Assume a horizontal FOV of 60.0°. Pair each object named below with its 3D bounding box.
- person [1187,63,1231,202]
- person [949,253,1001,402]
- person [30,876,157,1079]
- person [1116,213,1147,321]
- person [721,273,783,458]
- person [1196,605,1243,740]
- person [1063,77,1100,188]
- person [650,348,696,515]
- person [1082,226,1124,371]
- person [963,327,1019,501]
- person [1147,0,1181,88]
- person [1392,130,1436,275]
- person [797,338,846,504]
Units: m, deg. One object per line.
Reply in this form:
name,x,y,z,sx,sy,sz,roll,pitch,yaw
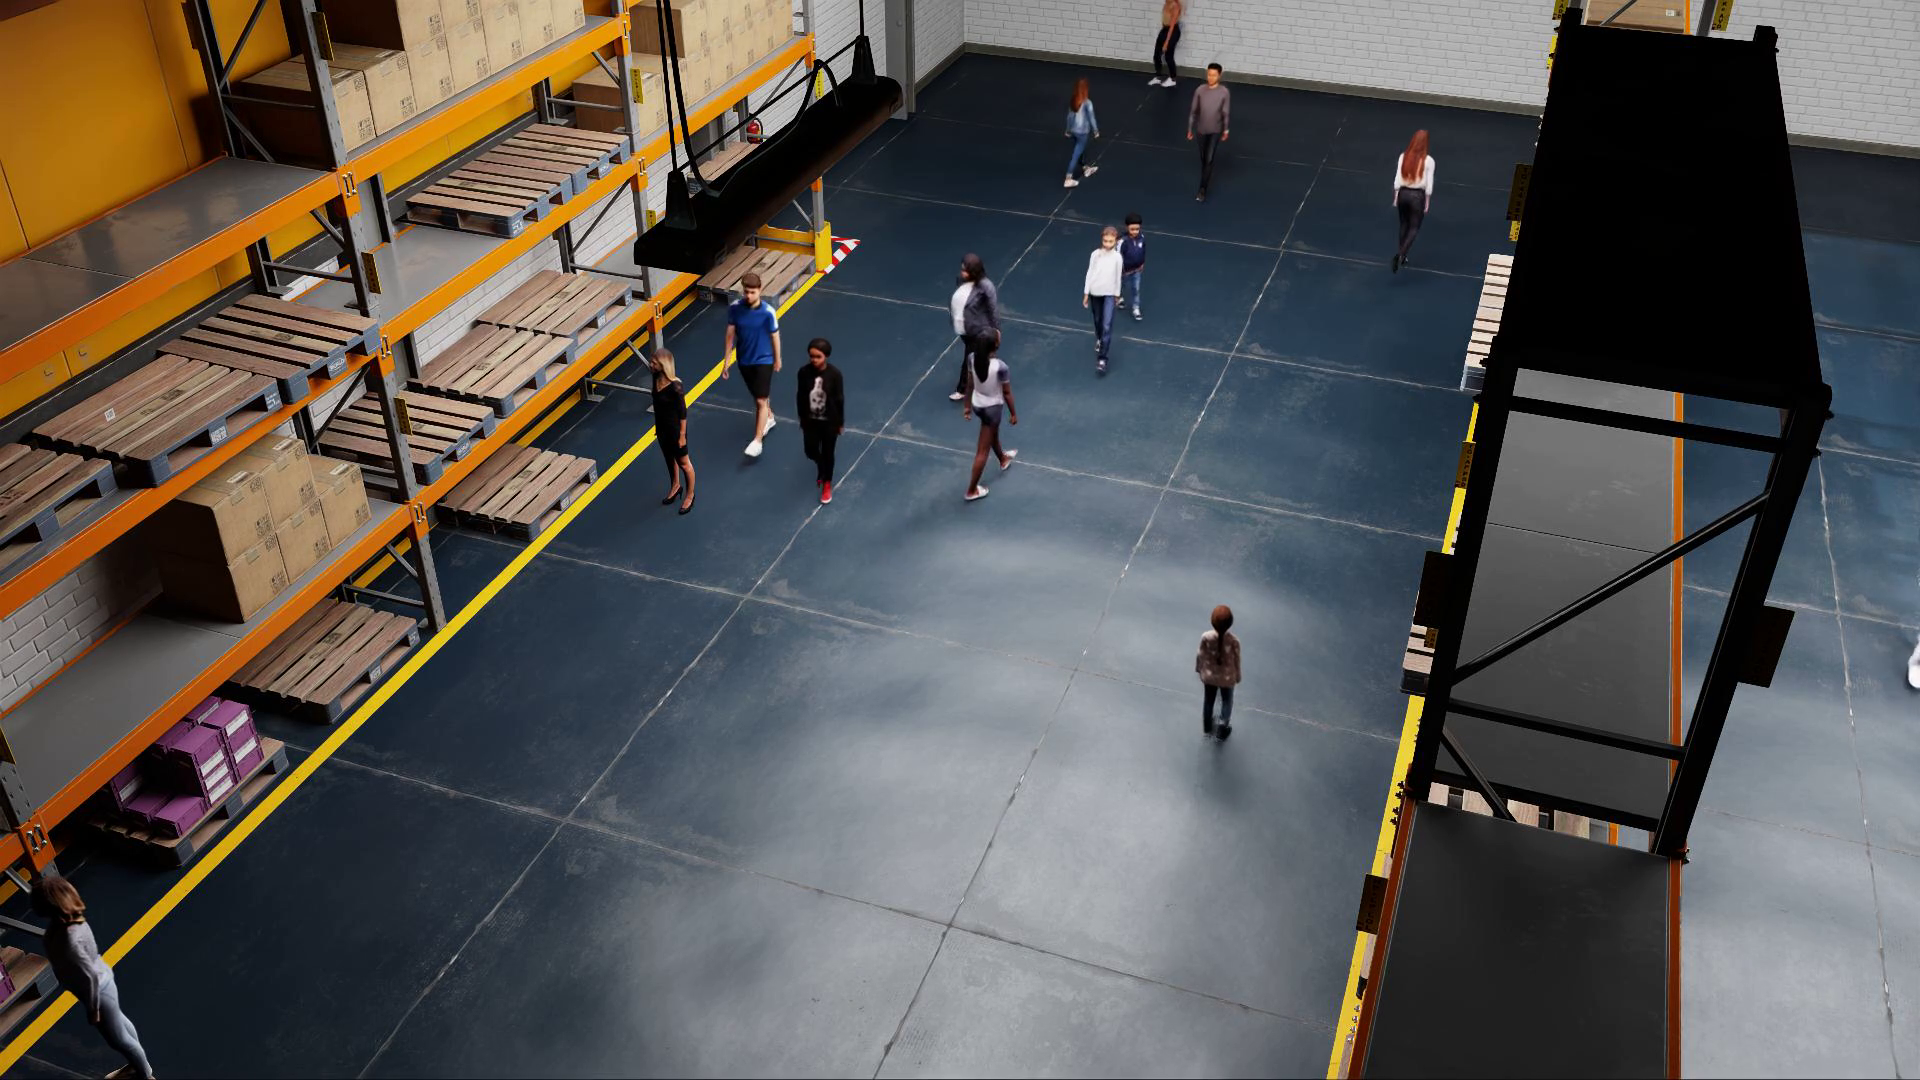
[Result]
person,3.293,-5.402,21.848,0.676,1.726,1.117,12,35,17
person,0.192,-2.254,17.251,1.092,1.572,0.991,-23,40,-31
person,-5.057,2.624,9.710,0.691,1.796,0.660,-20,38,-27
person,1.921,-3.157,18.949,0.806,1.198,0.923,-8,34,-12
person,-1.969,-1.806,16.351,0.672,1.824,1.128,11,35,16
person,1.965,1.025,12.662,0.508,1.191,0.500,11,35,17
person,1.528,-5.380,22.060,0.979,1.455,0.854,-21,39,-29
person,-2.646,-1.015,15.295,0.604,1.675,0.620,-29,43,-36
person,1.551,-2.663,17.918,0.522,1.516,1.031,10,35,15
person,0.197,-1.148,15.484,0.895,1.687,1.186,25,41,32
person,3.227,-7.682,25.408,0.881,1.583,0.818,-5,34,-8
person,5.304,-3.957,19.657,0.762,1.746,1.041,20,38,27
person,-1.283,-1.163,15.527,0.697,1.664,0.761,3,34,5
